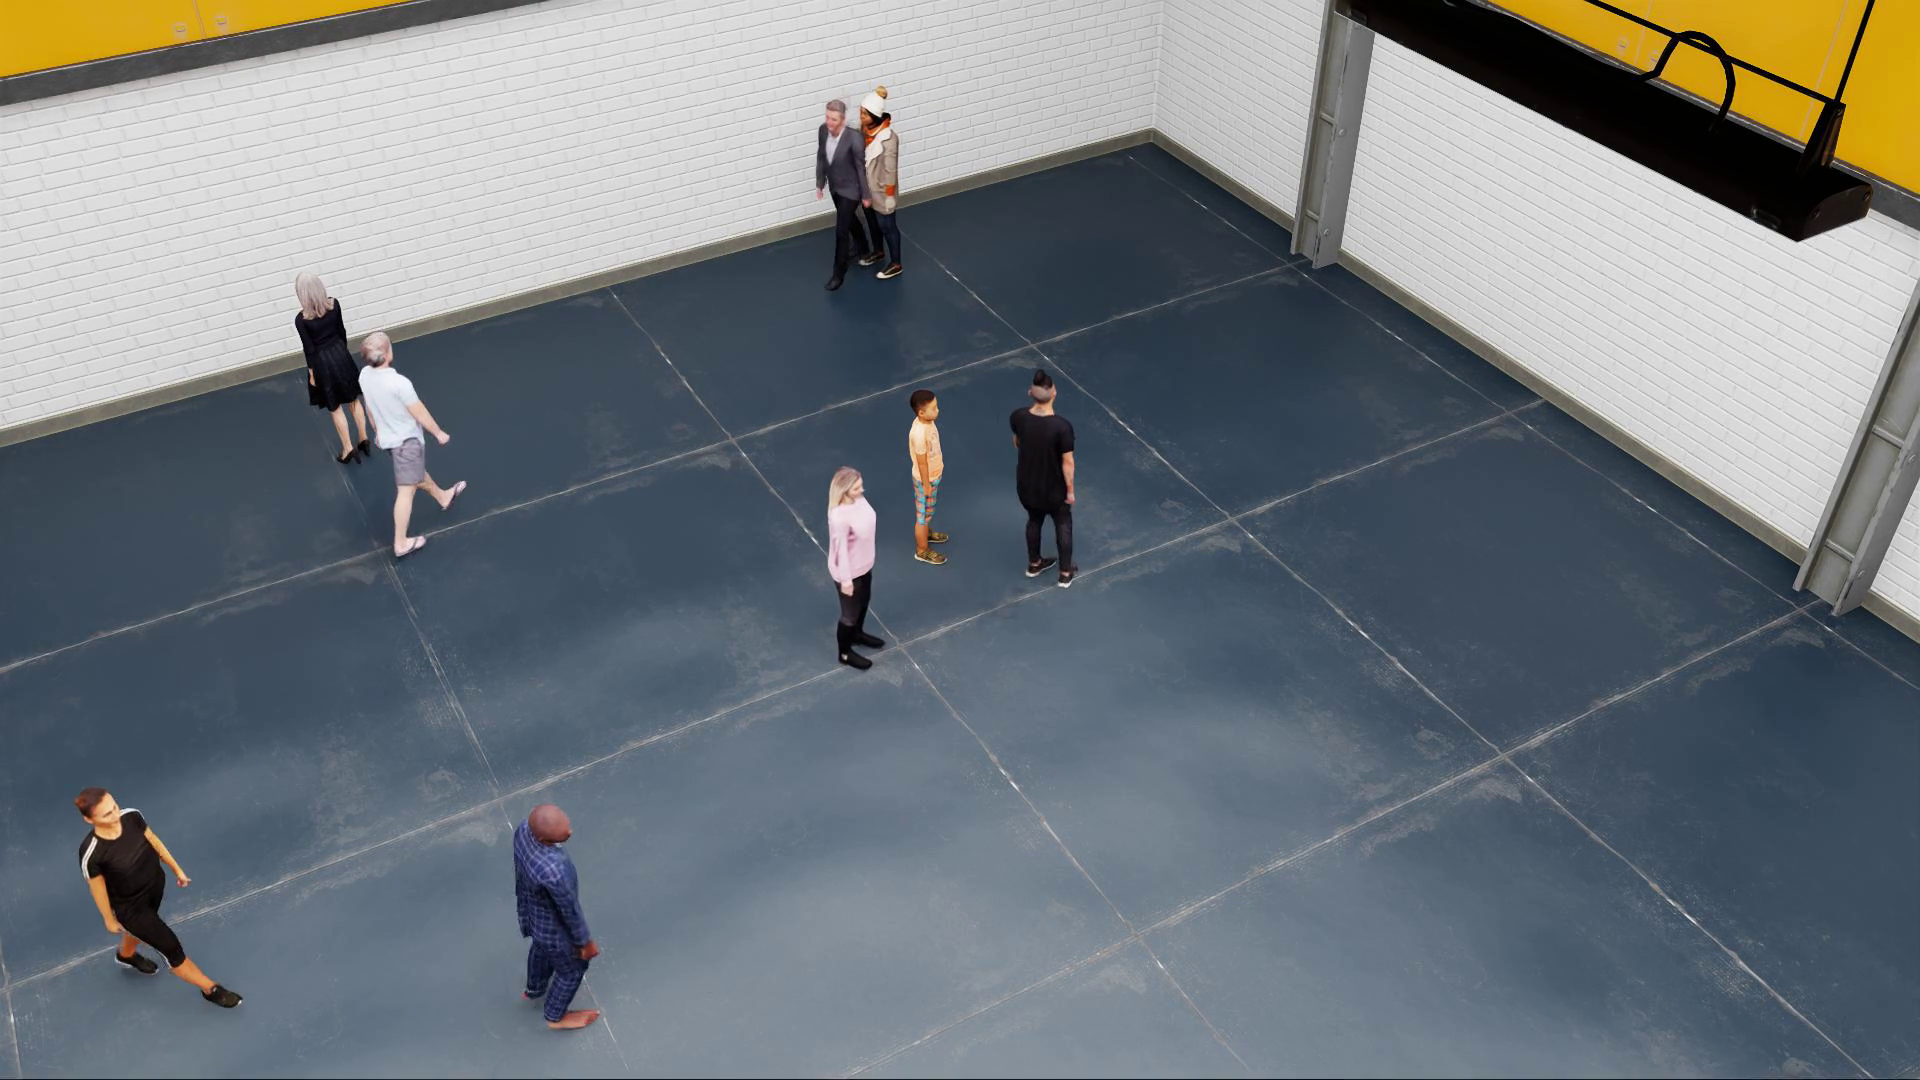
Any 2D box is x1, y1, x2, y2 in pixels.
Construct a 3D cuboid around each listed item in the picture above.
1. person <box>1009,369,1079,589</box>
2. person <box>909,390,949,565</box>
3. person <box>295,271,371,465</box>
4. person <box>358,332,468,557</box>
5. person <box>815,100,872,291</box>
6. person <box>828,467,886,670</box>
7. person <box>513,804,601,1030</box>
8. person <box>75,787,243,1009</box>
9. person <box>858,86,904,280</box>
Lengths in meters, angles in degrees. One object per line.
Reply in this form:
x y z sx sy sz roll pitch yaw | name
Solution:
0.561 -0.430 12.083 0.775 1.862 0.883 26 45 29 | person
-0.257 -0.500 12.492 0.661 1.461 0.575 2 39 3 | person
-5.055 -1.385 13.372 0.708 1.747 0.690 22 43 25 | person
-4.238 -0.684 12.456 1.132 1.793 1.005 24 45 27 | person
-1.059 -3.360 15.815 1.011 1.783 1.134 -32 48 -33 | person
-0.762 0.172 11.475 0.734 1.681 0.685 12 40 14 | person
-2.258 2.057 9.039 0.587 1.776 0.903 28 46 31 | person
-4.649 1.965 9.272 1.154 1.628 1.075 11 40 13 | person
-0.761 -3.415 15.801 0.760 1.889 0.622 -24 44 -27 | person
